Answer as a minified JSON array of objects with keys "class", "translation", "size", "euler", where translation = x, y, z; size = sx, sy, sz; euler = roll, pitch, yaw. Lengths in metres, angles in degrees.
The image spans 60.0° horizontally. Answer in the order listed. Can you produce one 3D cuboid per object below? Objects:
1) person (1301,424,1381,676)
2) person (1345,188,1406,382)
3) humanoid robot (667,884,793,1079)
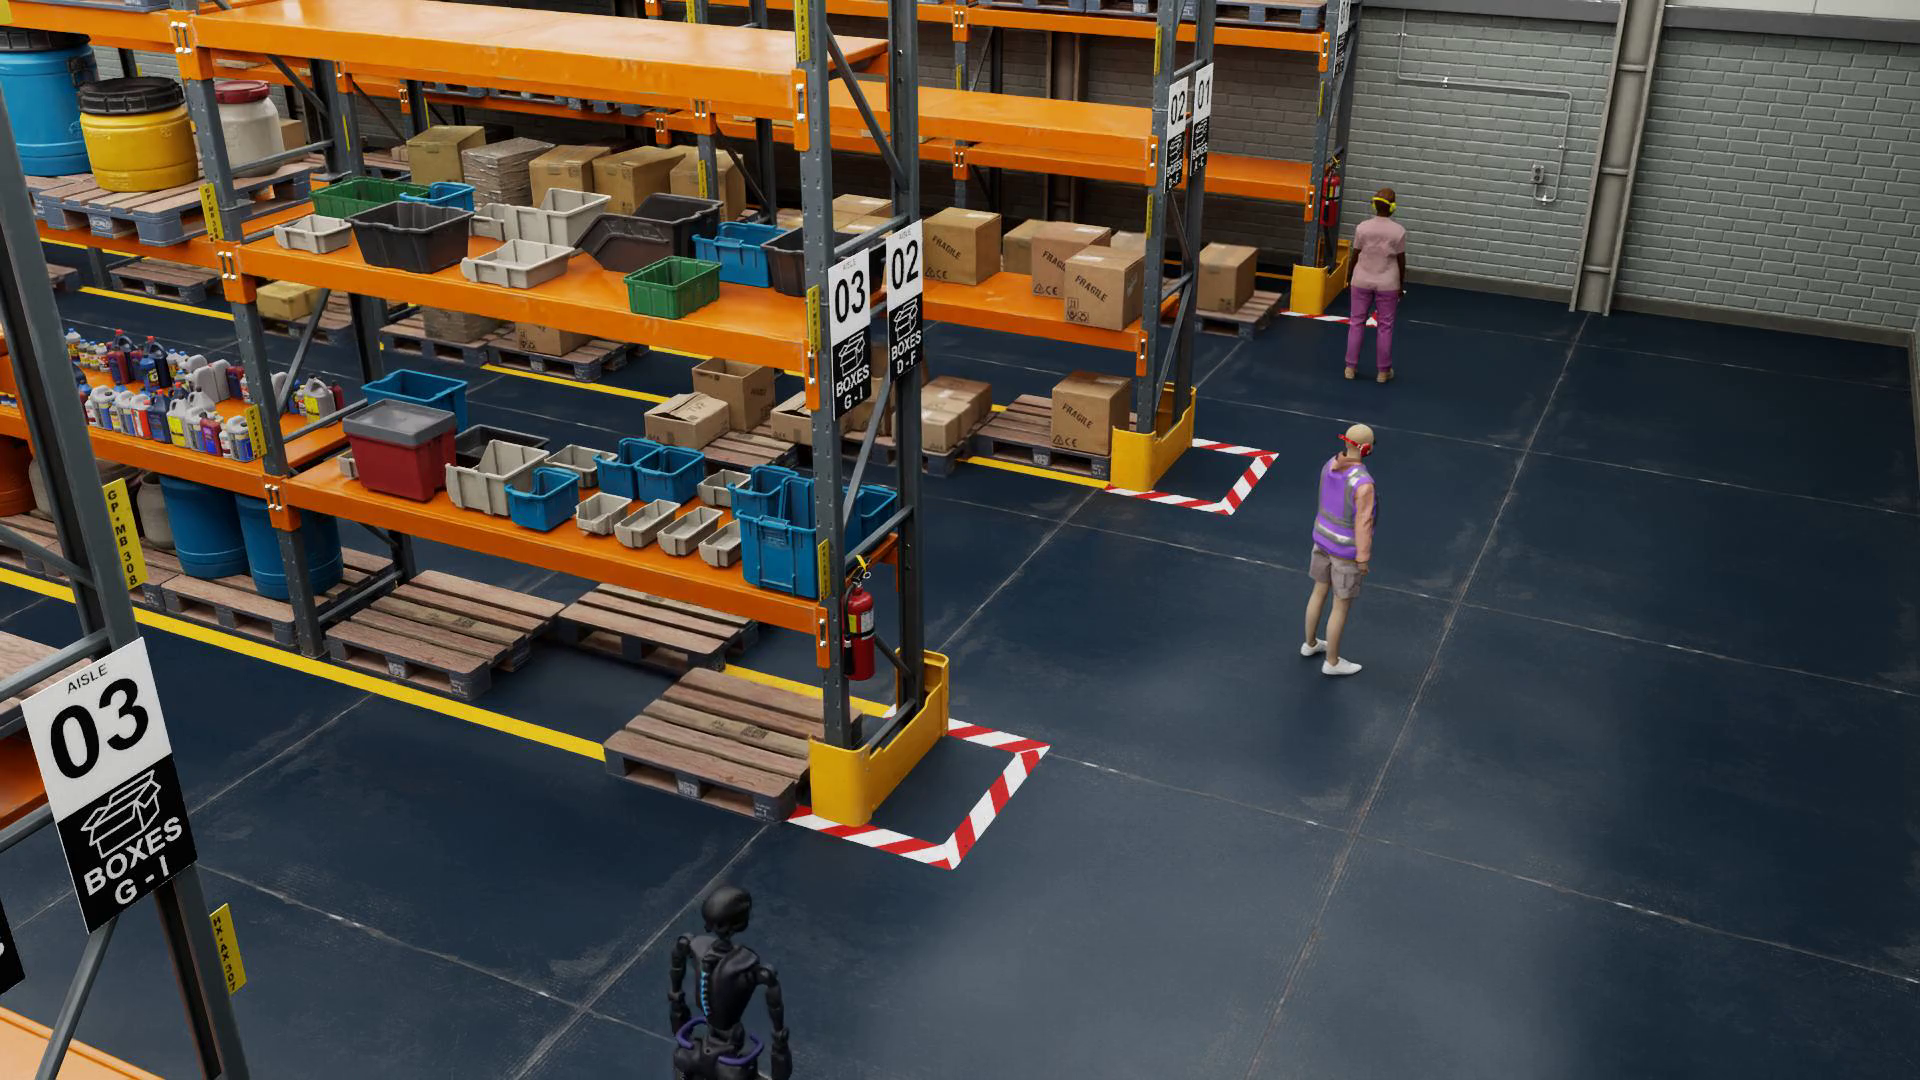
[{"class":"person","translation":[2.429,0.057,10.591],"size":[0.352,1.688,0.489],"euler":[-11,28,-21]},{"class":"person","translation":[3.823,-2.342,15.323],"size":[0.526,1.798,0.336],"euler":[11,28,22]},{"class":"humanoid robot","translation":[-0.932,2.074,6.518],"size":[0.588,1.630,0.398],"euler":[13,29,24]}]
